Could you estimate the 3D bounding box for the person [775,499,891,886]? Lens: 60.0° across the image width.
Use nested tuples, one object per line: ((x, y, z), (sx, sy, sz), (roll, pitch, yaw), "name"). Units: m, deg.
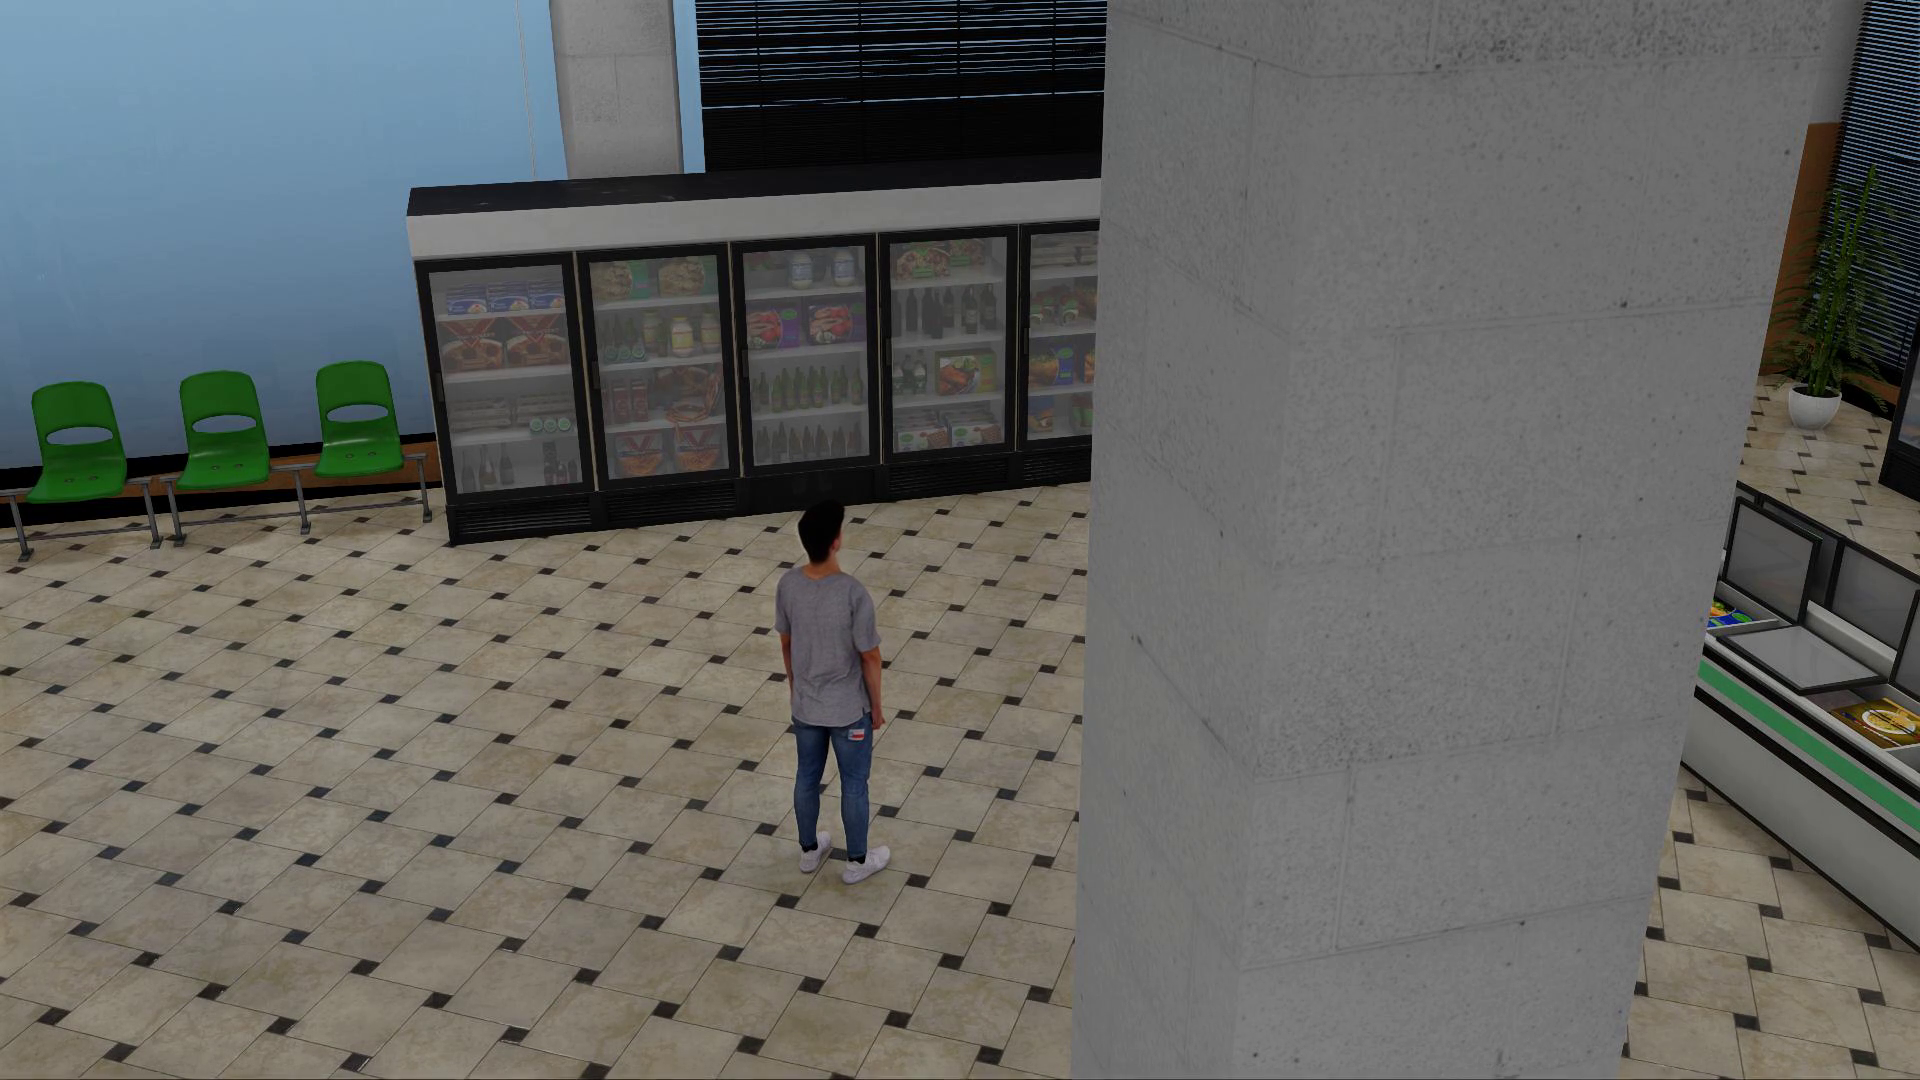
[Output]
((-0.597, 0.704, 7.637), (0.755, 1.890, 0.789), (10, 26, 22), "person")
